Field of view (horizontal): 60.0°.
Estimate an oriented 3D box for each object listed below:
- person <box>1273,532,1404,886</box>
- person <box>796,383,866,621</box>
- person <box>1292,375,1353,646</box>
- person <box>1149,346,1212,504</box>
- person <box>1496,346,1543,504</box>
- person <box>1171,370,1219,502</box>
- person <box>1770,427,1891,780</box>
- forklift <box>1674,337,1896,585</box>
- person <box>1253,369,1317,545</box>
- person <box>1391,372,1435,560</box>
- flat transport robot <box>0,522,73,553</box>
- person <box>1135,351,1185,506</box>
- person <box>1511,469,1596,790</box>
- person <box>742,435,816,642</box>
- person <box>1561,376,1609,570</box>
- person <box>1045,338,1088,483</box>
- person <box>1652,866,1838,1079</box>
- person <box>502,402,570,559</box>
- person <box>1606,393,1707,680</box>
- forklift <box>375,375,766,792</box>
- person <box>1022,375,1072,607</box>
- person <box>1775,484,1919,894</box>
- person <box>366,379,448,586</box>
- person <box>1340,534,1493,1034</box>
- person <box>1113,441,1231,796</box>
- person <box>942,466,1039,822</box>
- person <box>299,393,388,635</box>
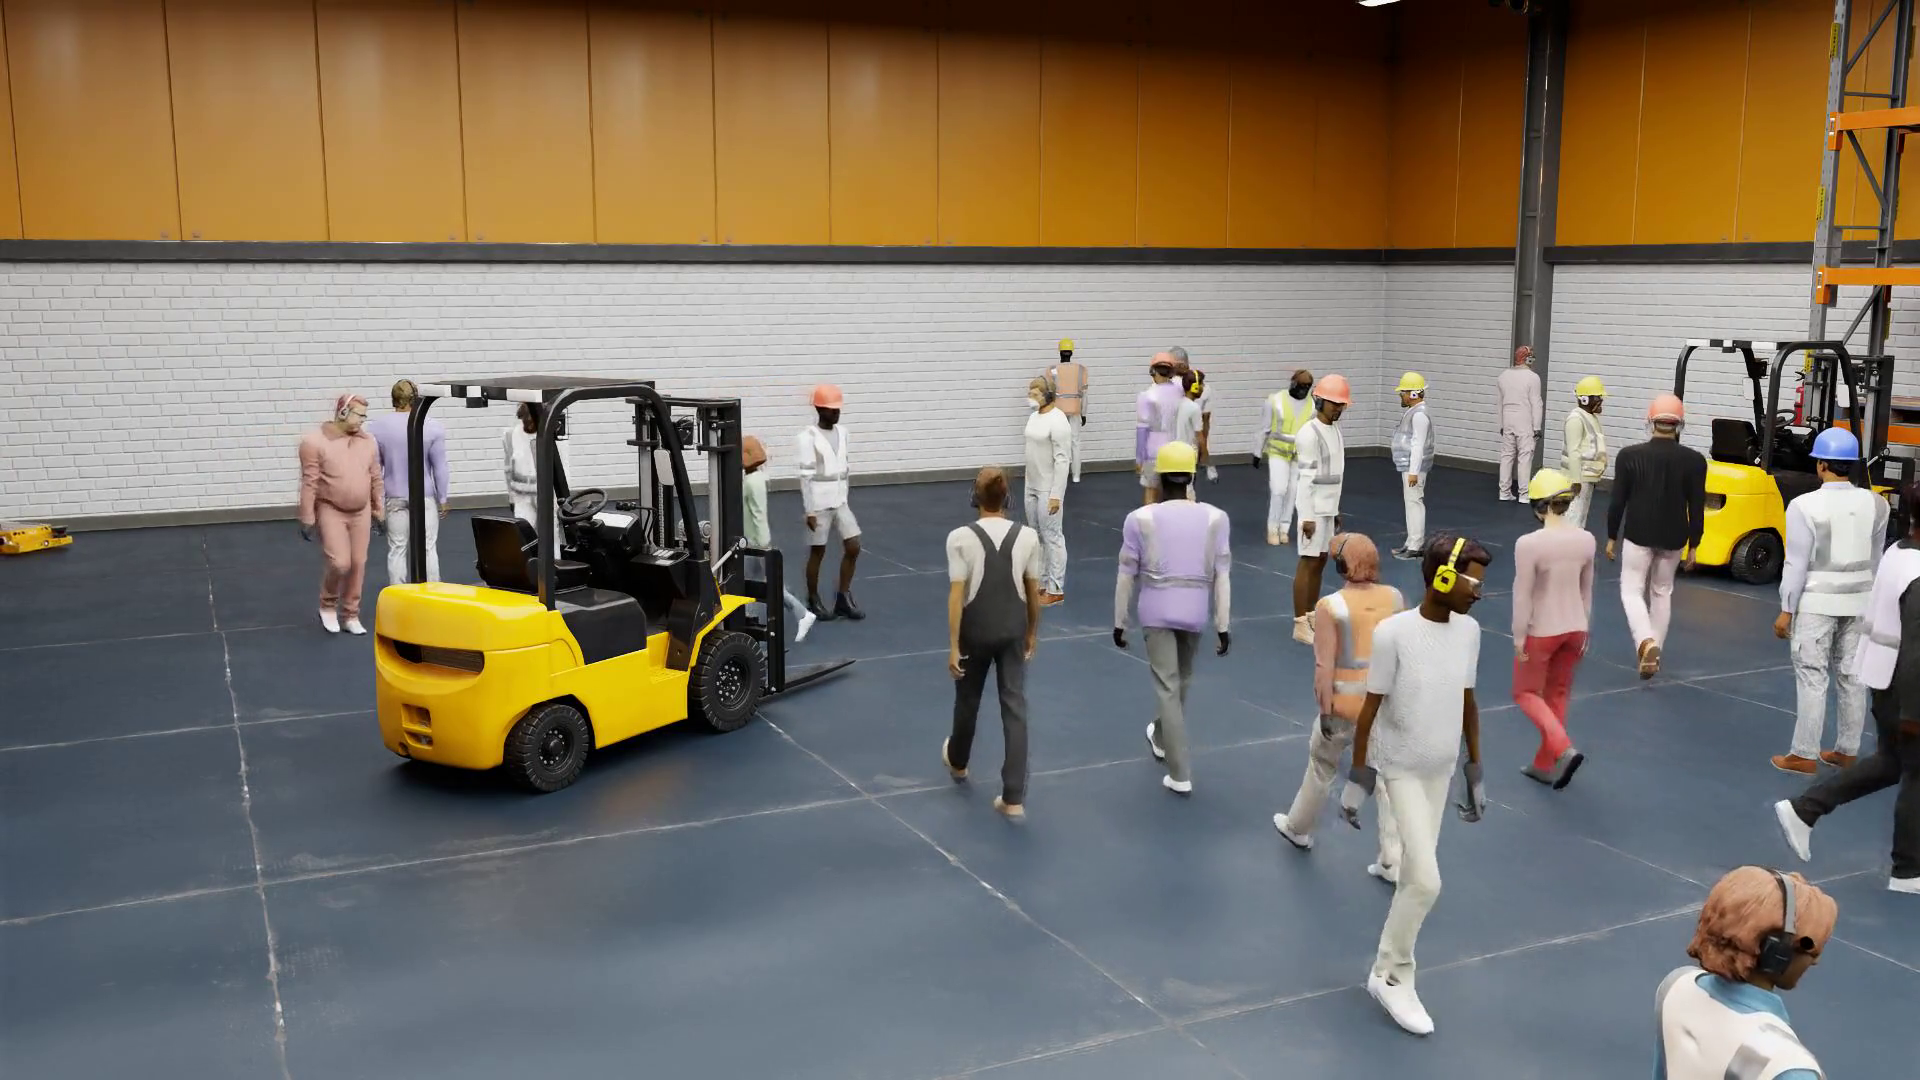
[{"bbox_3d":[1.811,0.753,7.785,0.529,1.596,0.863,-3,10,-21],"label":"person"},{"bbox_3d":[-1.000,-0.282,13.217,0.660,1.912,0.565,8,12,42],"label":"person"},{"bbox_3d":[2.737,-0.226,12.515,0.404,2.033,0.608,6,11,34],"label":"person"},{"bbox_3d":[2.306,-1.047,17.583,0.686,2.000,0.543,0,9,2],"label":"person"},{"bbox_3d":[6.794,-1.390,20.126,0.409,1.909,0.640,-5,11,-30],"label":"person"},{"bbox_3d":[2.288,-0.756,16.428,0.609,1.854,0.554,-3,10,-18],"label":"person"},{"bbox_3d":[4.784,0.353,9.178,0.605,1.949,0.402,-2,9,-10],"label":"person"},{"bbox_3d":[7.551,-0.789,15.507,2.313,2.155,1.214,-4,10,-25],"label":"forklift"},{"bbox_3d":[3.377,-0.836,17.001,0.699,1.805,0.631,-1,9,-5],"label":"person"},{"bbox_3d":[4.410,-0.722,16.238,0.403,1.826,0.591,2,9,9],"label":"person"},{"bbox_3d":[-9.810,-0.043,16.825,1.431,0.197,0.652,3,10,17],"label":"flat transport robot"},{"bbox_3d":[2.029,-0.866,16.531,0.665,2.017,0.592,-5,10,-29],"label":"person"},{"bbox_3d":[3.202,0.499,8.907,0.523,1.745,0.546,-3,10,-18],"label":"person"},{"bbox_3d":[-1.466,0.015,12.351,0.750,1.605,0.507,-2,9,-9],"label":"person"},{"bbox_3d":[5.798,-0.601,15.452,0.403,1.835,0.586,6,11,32],"label":"person"},{"bbox_3d":[1.395,-1.698,21.969,0.587,1.927,0.367,-2,9,-11],"label":"person"},{"bbox_3d":[1.544,1.448,3.342,0.310,1.640,0.514,-1,9,-6],"label":"person"},{"bbox_3d":[-3.496,-0.313,13.739,0.586,1.805,1.044,0,9,3],"label":"person"},{"bbox_3d":[4.772,-0.016,11.383,0.612,1.973,0.800,2,9,10],"label":"person"},{"bbox_3d":[-2.268,0.149,9.685,1.214,2.155,2.313,6,11,32],"label":"forklift"},{"bbox_3d":[0.705,-0.412,13.961,0.372,1.939,0.631,-4,10,-24],"label":"person"},{"bbox_3d":[4.162,0.653,7.467,0.699,1.897,0.612,3,10,18],"label":"person"},{"bbox_3d":[-4.449,-0.325,13.430,0.629,1.935,0.371,-1,9,-6],"label":"person"},{"bbox_3d":[1.732,0.900,6.138,0.559,1.834,0.609,-4,10,-26],"label":"person"},{"bbox_3d":[1.146,0.392,9.153,0.609,1.870,0.974,-2,9,-10],"label":"person"},{"bbox_3d":[0.153,0.502,8.744,0.519,1.785,0.992,-2,9,-14],"label":"person"},{"bbox_3d":[-4.717,-0.187,12.759,0.425,1.875,0.687,8,12,39],"label":"person"}]
